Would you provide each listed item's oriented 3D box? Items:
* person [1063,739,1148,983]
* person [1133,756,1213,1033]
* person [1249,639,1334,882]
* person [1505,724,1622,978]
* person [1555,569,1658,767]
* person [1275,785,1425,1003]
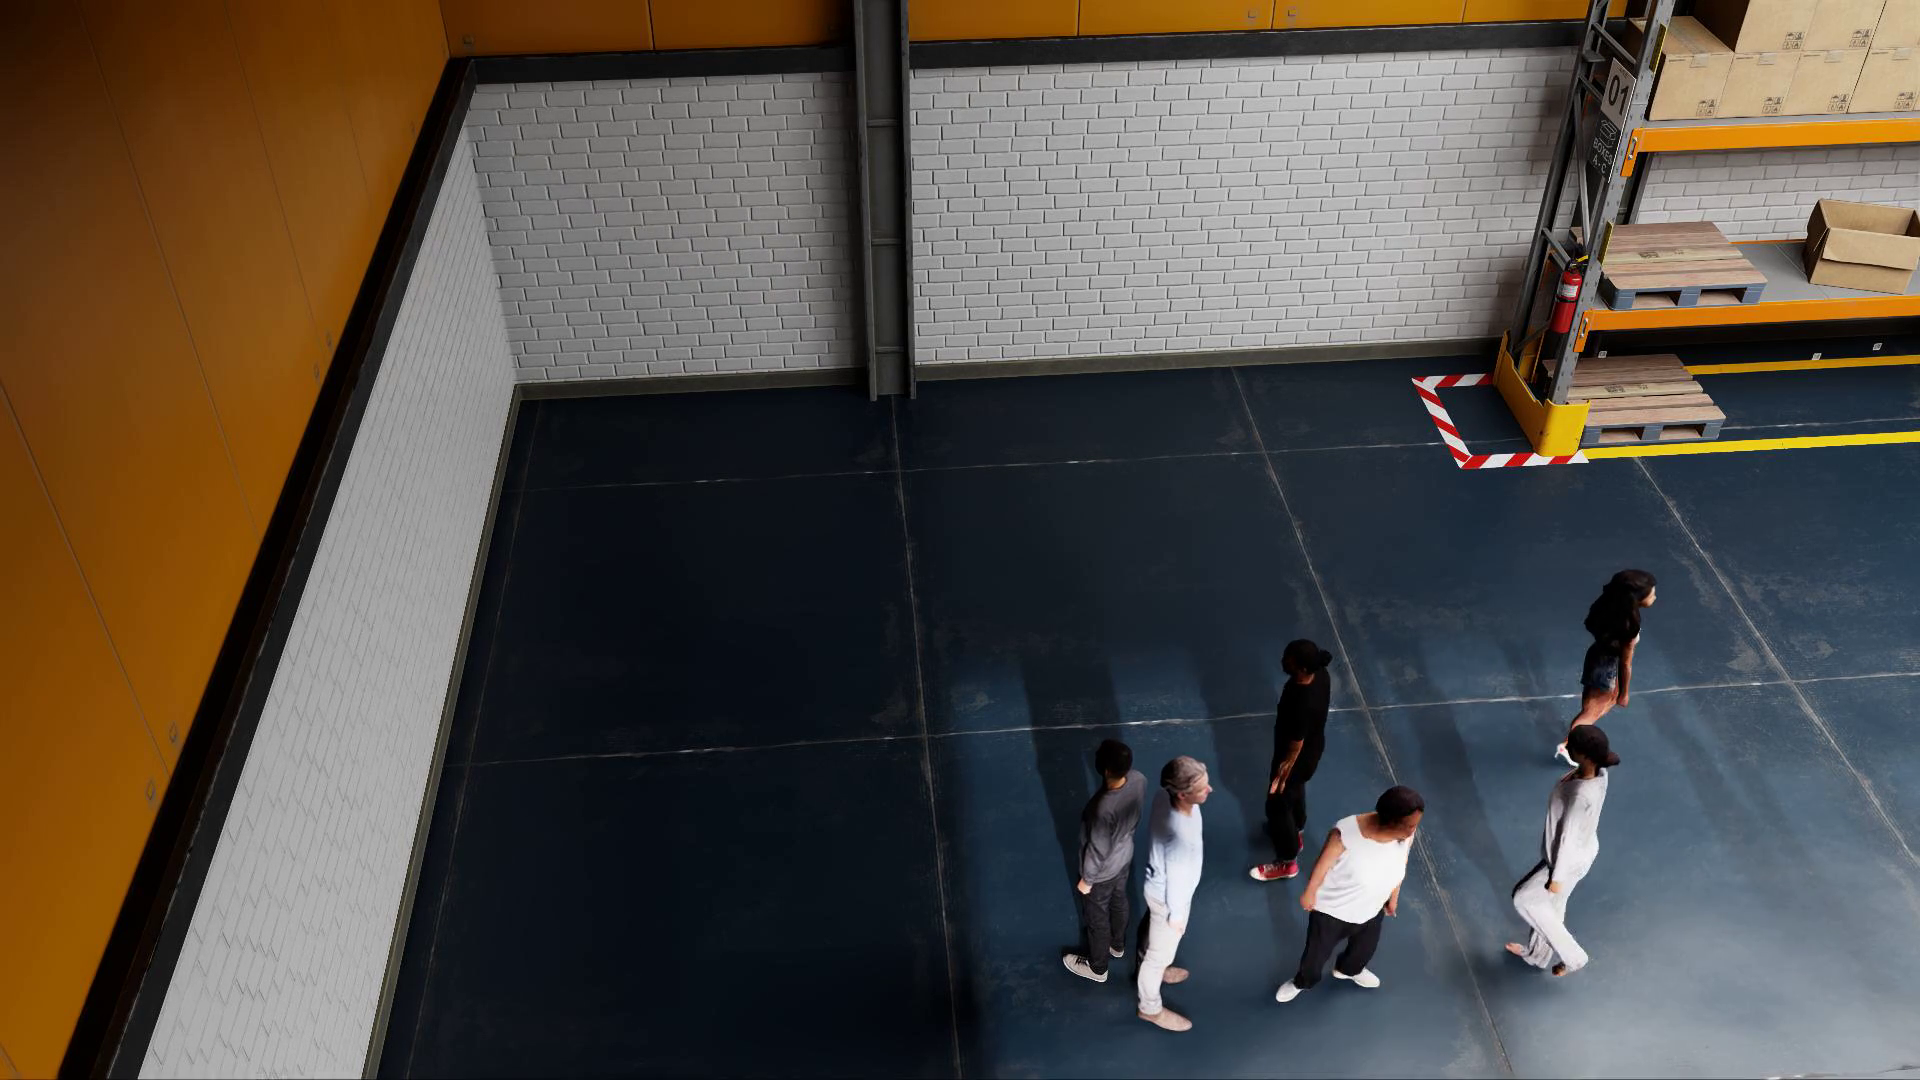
[{"bbox_3d":[0.804,1.751,9.118,0.743,1.761,0.694,25,45,28],"label":"person"},{"bbox_3d":[1.117,1.850,8.887,0.646,1.893,0.704,5,39,6],"label":"person"},{"bbox_3d":[1.966,1.247,9.763,0.737,1.743,0.763,15,41,18],"label":"person"},{"bbox_3d":[3.410,1.758,9.116,0.881,1.751,0.820,19,42,22],"label":"person"},{"bbox_3d":[3.960,0.811,10.414,0.718,1.612,0.668,8,39,10],"label":"person"},{"bbox_3d":[2.072,1.923,8.982,0.623,1.661,0.874,0,39,0],"label":"person"}]
